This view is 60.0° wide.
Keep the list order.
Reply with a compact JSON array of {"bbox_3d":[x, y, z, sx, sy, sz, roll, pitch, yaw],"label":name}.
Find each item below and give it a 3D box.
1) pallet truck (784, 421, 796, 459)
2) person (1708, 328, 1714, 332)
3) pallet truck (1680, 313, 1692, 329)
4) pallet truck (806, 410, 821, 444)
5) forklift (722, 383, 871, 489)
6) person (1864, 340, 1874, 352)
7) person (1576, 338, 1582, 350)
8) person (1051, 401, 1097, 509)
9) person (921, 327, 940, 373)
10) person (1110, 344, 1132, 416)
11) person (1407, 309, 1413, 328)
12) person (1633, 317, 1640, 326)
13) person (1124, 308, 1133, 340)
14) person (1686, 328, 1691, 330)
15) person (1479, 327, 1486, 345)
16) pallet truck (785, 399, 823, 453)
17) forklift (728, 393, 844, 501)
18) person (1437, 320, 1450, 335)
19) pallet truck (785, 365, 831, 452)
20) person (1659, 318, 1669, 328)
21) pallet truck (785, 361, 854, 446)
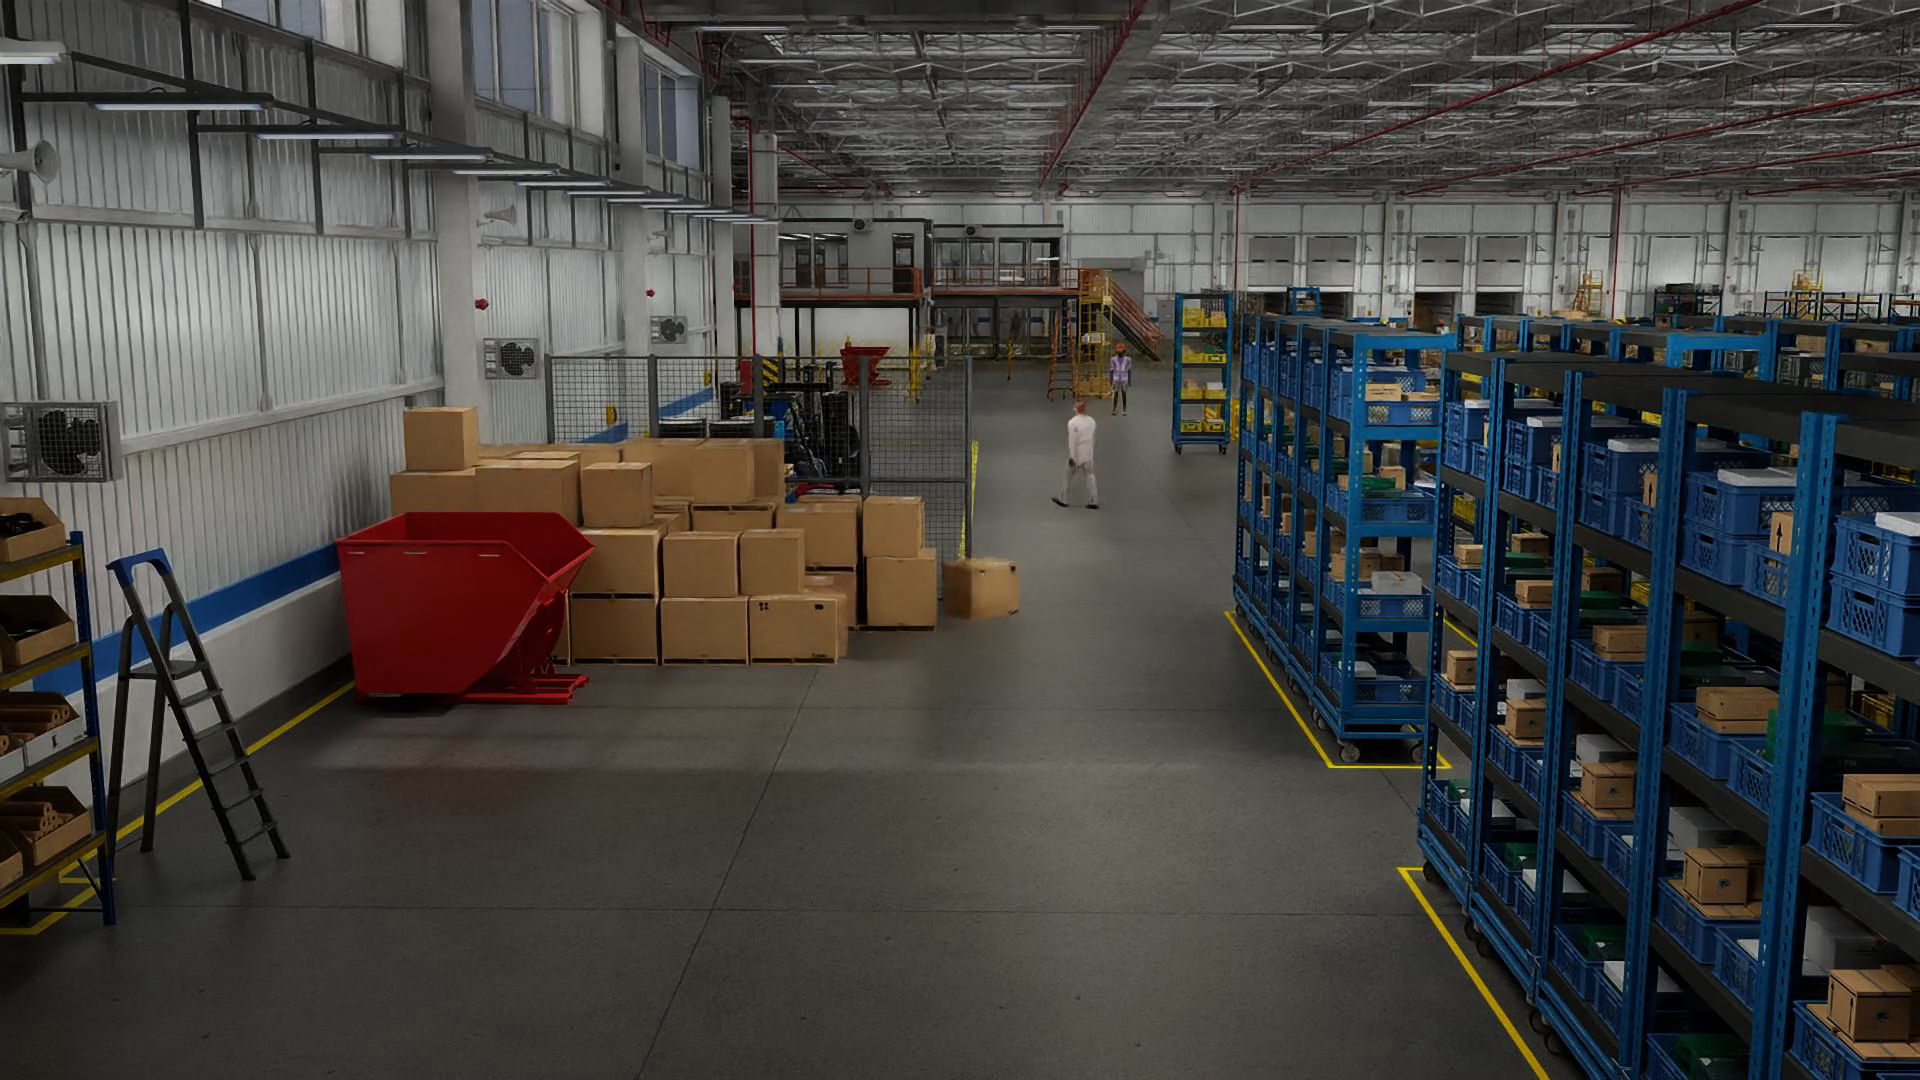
[{"bbox_3d":[-4.013,-1.793,32.705,1.601,1.201,0.680,0,9,1],"label":"pallet truck"},{"bbox_3d":[30.508,-7.704,67.141,0.855,1.898,0.587,-1,9,-3],"label":"person"},{"bbox_3d":[36.315,-10.531,84.244,0.823,1.965,1.885,-6,11,-33],"label":"pallet truck"},{"bbox_3d":[-3.559,-2.018,33.905,1.522,1.261,0.704,0,9,-1],"label":"pallet truck"},{"bbox_3d":[-2.893,-1.687,28.729,2.680,1.987,1.157,0,9,-1],"label":"forklift"},{"bbox_3d":[31.568,-6.107,57.781,0.926,1.713,0.544,5,10,28],"label":"person"},{"bbox_3d":[24.802,-7.808,67.309,0.675,2.000,0.536,2,9,13],"label":"person"},{"bbox_3d":[2.040,-1.479,28.835,0.668,1.853,0.978,-7,12,-38],"label":"person"},{"bbox_3d":[-1.196,-7.631,66.803,0.836,1.859,0.583,-6,11,-32],"label":"person"},{"bbox_3d":[4.550,-4.543,47.161,0.616,2.041,0.379,2,9,10],"label":"person"},{"bbox_3d":[25.601,-12.180,94.665,0.399,1.918,0.587,6,11,32],"label":"person"},{"bbox_3d":[31.732,-9.499,78.090,0.594,1.924,0.381,0,9,2],"label":"person"},{"bbox_3d":[9.937,-12.741,98.065,0.605,1.935,0.416,-3,10,-20],"label":"person"},{"bbox_3d":[26.685,-6.790,61.171,0.396,1.992,0.623,-4,10,-25],"label":"person"},{"bbox_3d":[25.455,-9.923,80.848,1.009,1.885,0.647,6,11,31],"label":"person"},{"bbox_3d":[-3.814,-2.432,36.419,1.630,1.274,0.653,0,9,1],"label":"pallet truck"},{"bbox_3d":[-2.979,-1.316,26.476,2.680,1.987,1.157,0,9,1],"label":"forklift"},{"bbox_3d":[22.044,-9.081,75.707,0.628,1.867,0.700,1,9,9],"label":"person"},{"bbox_3d":[-3.774,-2.976,37.635,1.885,1.965,0.823,1,9,5],"label":"pallet truck"},{"bbox_3d":[36.362,-10.633,85.955,0.921,1.638,0.520,-4,10,-25],"label":"person"},{"bbox_3d":[-3.410,-3.193,38.978,1.885,1.965,0.823,0,9,-1],"label":"pallet truck"}]
